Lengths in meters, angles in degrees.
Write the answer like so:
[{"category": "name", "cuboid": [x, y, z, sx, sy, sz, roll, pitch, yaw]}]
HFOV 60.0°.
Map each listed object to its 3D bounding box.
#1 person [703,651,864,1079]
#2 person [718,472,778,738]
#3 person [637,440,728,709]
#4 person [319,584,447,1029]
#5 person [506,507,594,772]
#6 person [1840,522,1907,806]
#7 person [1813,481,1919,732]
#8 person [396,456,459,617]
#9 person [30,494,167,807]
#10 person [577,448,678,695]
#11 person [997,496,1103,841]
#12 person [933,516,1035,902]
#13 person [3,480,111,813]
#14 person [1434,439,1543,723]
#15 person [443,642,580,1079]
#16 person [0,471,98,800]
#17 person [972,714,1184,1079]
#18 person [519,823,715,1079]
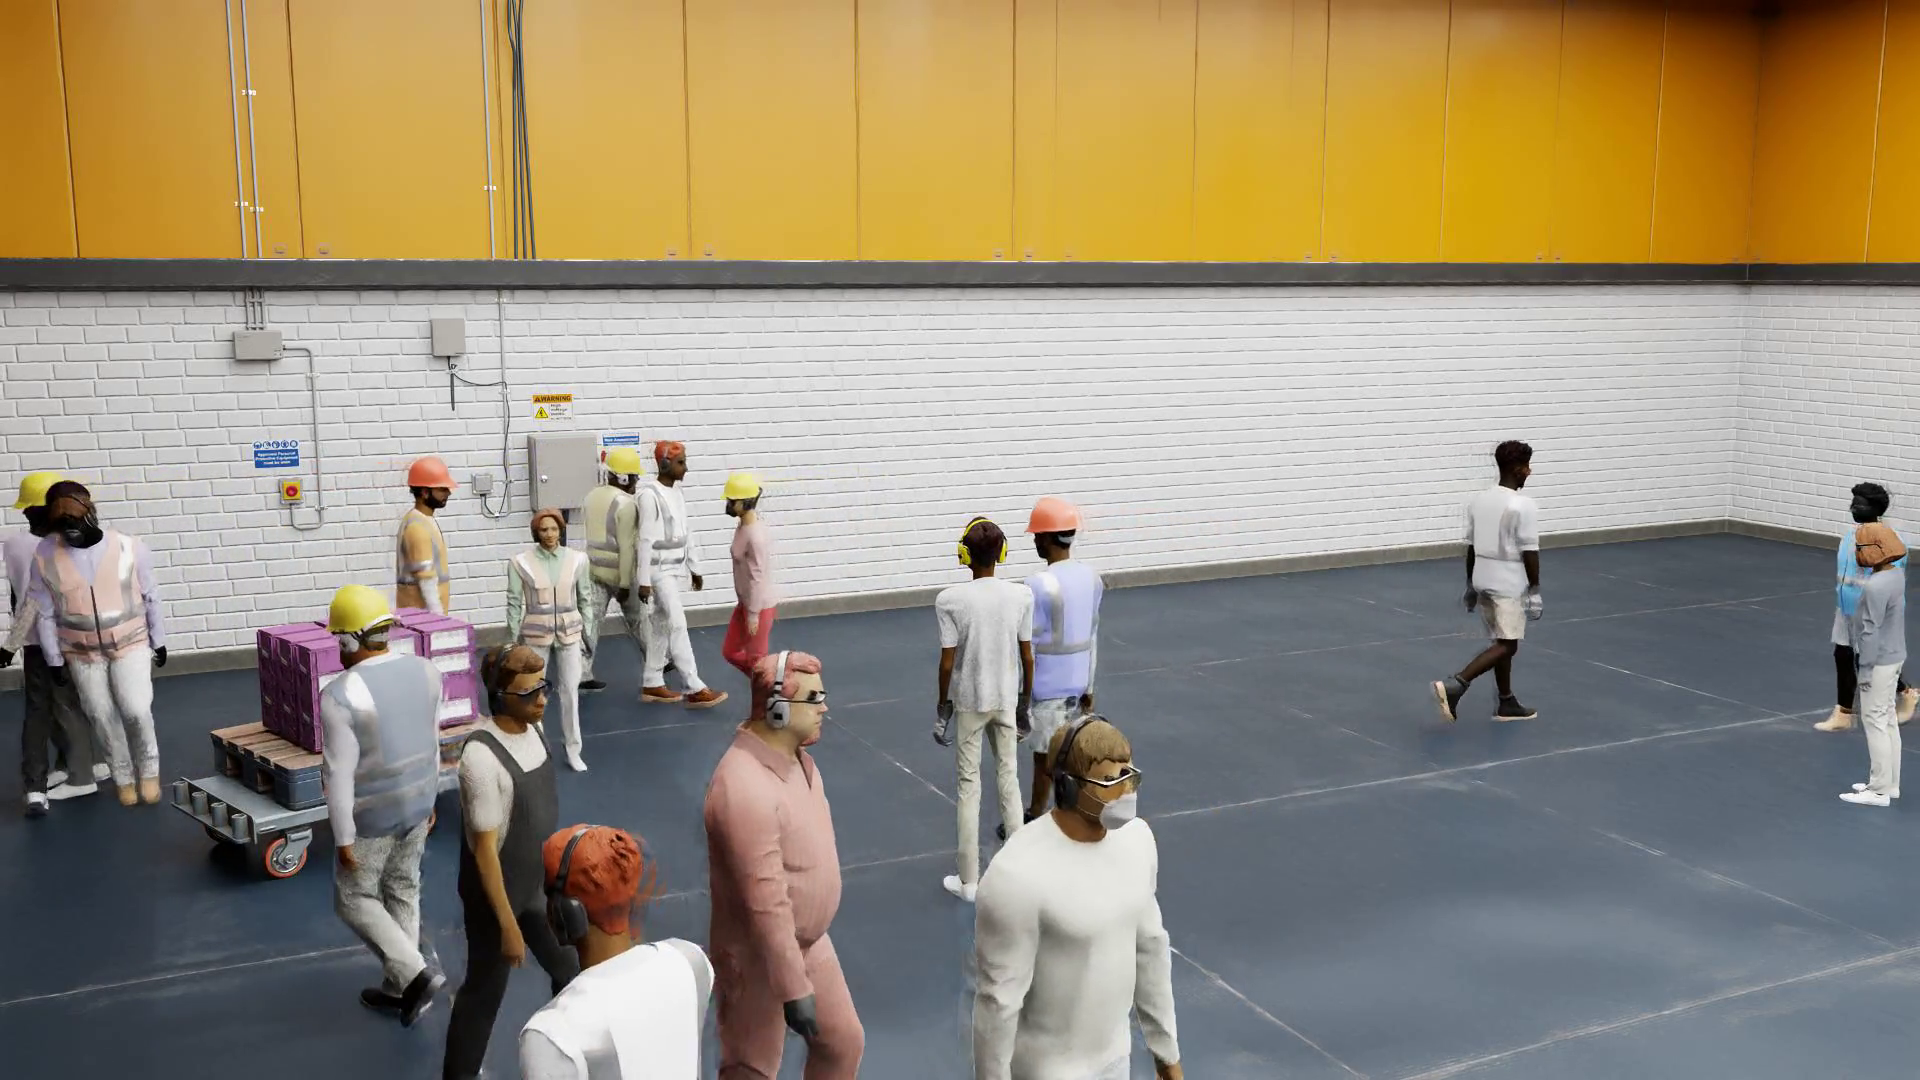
[{"category": "person", "cuboid": [-0.496, 1.278, 5.148, 0.667, 1.885, 0.641, 2, 9, 12]}, {"category": "person", "cuboid": [-1.372, 0.426, 10.789, 0.378, 1.751, 0.561, -3, 10, -17]}, {"category": "person", "cuboid": [-1.918, 0.241, 11.600, 0.759, 1.864, 0.610, 2, 9, 11]}, {"category": "person", "cuboid": [-2.266, 1.073, 6.628, 0.540, 1.809, 0.590, 5, 11, 30]}, {"category": "person", "cuboid": [-2.466, 0.611, 10.023, 0.522, 1.638, 0.310, -5, 10, -27]}, {"category": "person", "cuboid": [5.232, 0.706, 9.500, 0.311, 1.624, 0.496, 8, 12, 42]}, {"category": "person", "cuboid": [5.968, 0.455, 10.855, 0.557, 1.686, 0.537, -1, 9, -4]}, {"category": "person", "cuboid": [-3.186, 0.439, 10.242, 0.677, 1.913, 0.562, -2, 9, -12]}, {"category": "person", "cuboid": [-4.828, 0.635, 9.347, 0.651, 1.813, 0.502, -4, 10, -22]}, {"category": "person", "cuboid": [-2.455, 0.215, 12.067, 0.577, 1.770, 0.945, 8, 12, 41]}, {"category": "person", "cuboid": [0.520, 0.726, 8.489, 0.857, 1.900, 0.551, 8, 12, 41]}, {"category": "person", "cuboid": [0.117, 0.812, 8.047, 0.508, 1.876, 0.329, -3, 10, -17]}, {"category": "person", "cuboid": [-5.128, 0.585, 9.479, 0.596, 1.869, 0.890, -1, 9, -4]}, {"category": "person", "cuboid": [3.534, 0.299, 11.059, 0.822, 1.938, 0.636, -3, 10, -19]}, {"category": "person", "cuboid": [-1.418, 1.229, 5.705, 0.951, 1.793, 0.525, 2, 9, 11]}, {"category": "person", "cuboid": [-5.225, 0.557, 9.513, 0.533, 1.906, 0.597, -3, 10, -19]}, {"category": "person", "cuboid": [0.415, 1.400, 4.274, 0.861, 1.910, 0.655, 7, 12, 38]}, {"category": "person", "cuboid": [-0.818, 1.518, 3.696, 0.730, 1.856, 0.592, 6, 11, 31]}]
